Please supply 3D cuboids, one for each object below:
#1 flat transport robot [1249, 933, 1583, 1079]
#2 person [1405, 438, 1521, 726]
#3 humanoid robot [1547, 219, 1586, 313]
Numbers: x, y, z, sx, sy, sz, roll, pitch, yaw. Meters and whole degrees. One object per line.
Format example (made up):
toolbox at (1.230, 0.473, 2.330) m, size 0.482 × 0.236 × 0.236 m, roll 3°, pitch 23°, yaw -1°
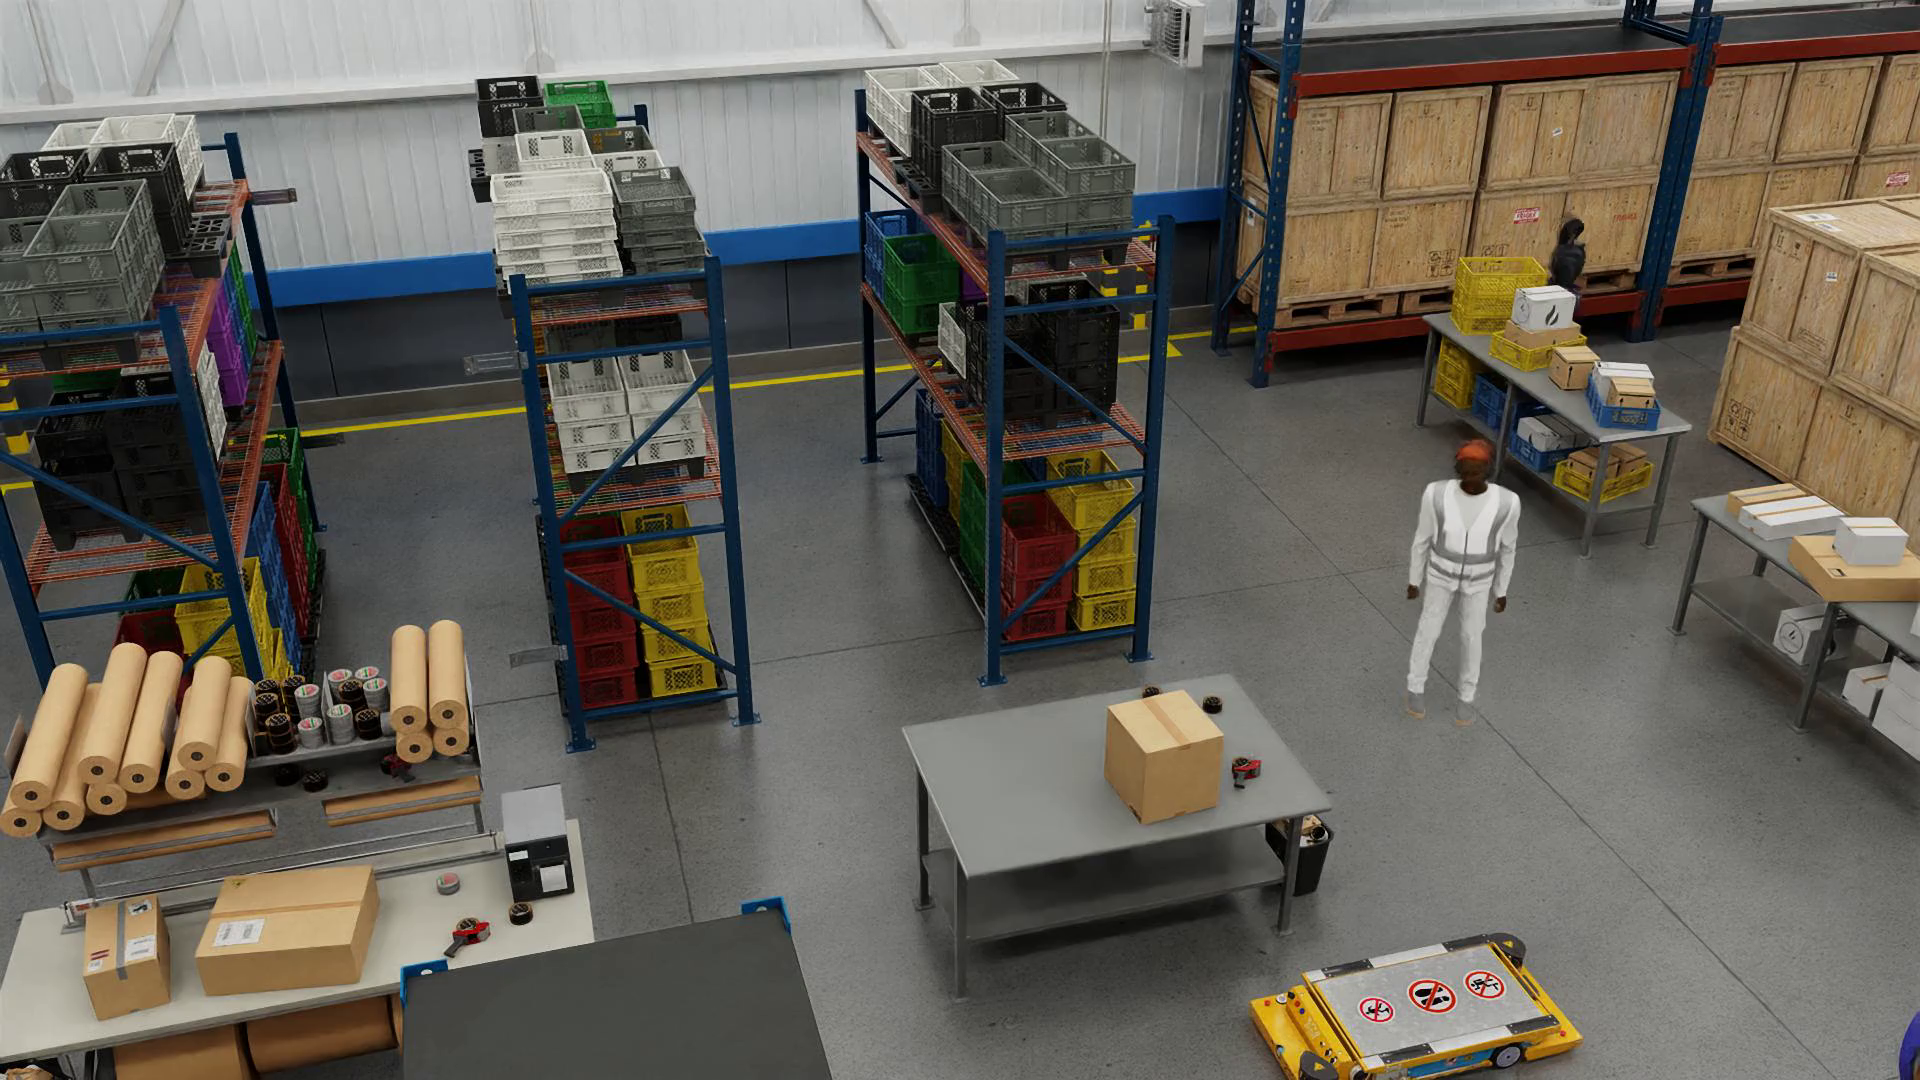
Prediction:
flat transport robot at (2.184, 2.282, 7.980) m, size 1.431 × 0.197 × 0.652 m, roll -8°, pitch 30°, yaw -14°
person at (3.014, 0.244, 10.045) m, size 0.583 × 1.882 × 0.358 m, roll 8°, pitch 30°, yaw 14°
humanoid robot at (5.158, -1.981, 14.305) m, size 0.403 × 1.637 × 0.645 m, roll 7°, pitch 30°, yaw 12°
